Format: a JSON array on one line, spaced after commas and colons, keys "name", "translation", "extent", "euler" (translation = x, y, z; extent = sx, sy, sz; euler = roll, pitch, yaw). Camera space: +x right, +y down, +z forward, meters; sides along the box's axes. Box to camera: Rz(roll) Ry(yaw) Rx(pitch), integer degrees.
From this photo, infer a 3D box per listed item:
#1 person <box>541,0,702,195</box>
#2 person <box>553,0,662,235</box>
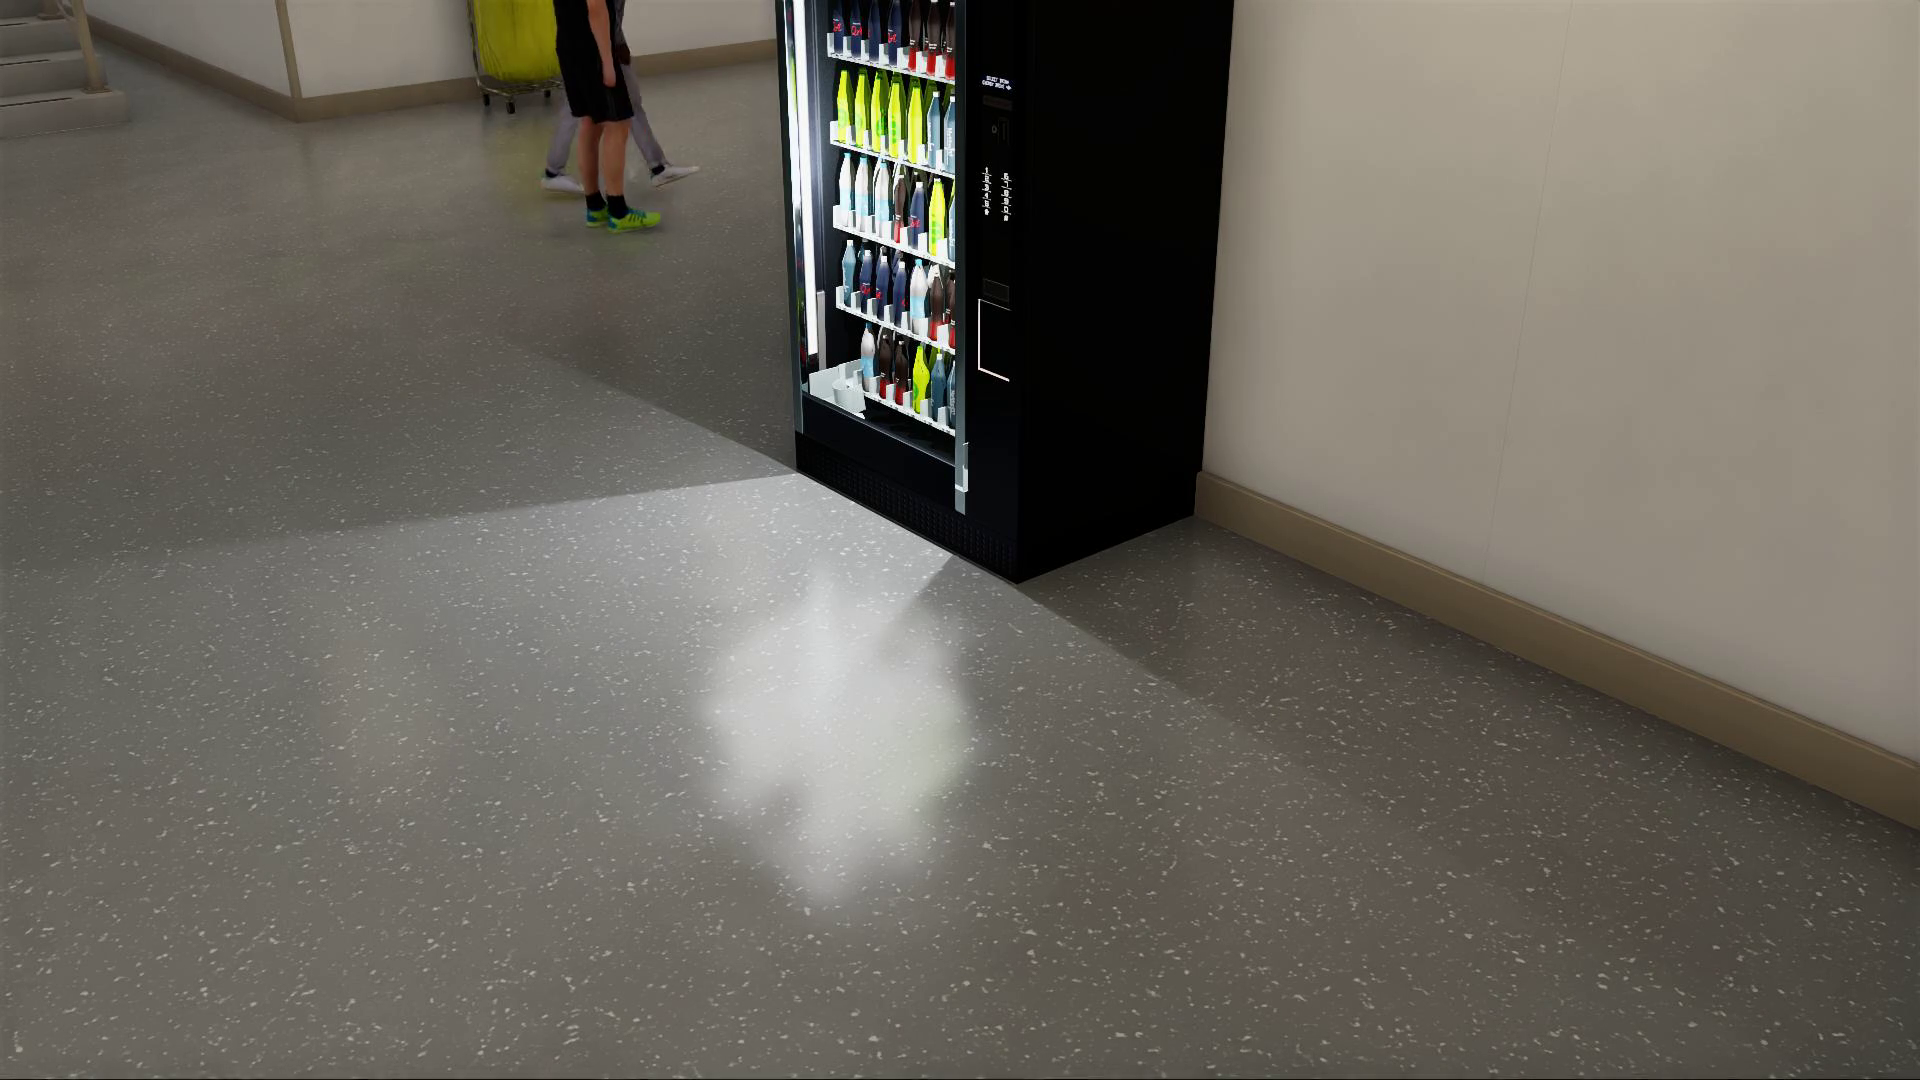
[{"name": "person", "translation": [-2.133, -2.809, 9.328], "extent": [1.200, 1.787, 1.194], "euler": [0, 26, 0]}, {"name": "person", "translation": [-1.975, -2.553, 8.683], "extent": [0.794, 1.886, 0.618], "euler": [-16, 30, -30]}]
